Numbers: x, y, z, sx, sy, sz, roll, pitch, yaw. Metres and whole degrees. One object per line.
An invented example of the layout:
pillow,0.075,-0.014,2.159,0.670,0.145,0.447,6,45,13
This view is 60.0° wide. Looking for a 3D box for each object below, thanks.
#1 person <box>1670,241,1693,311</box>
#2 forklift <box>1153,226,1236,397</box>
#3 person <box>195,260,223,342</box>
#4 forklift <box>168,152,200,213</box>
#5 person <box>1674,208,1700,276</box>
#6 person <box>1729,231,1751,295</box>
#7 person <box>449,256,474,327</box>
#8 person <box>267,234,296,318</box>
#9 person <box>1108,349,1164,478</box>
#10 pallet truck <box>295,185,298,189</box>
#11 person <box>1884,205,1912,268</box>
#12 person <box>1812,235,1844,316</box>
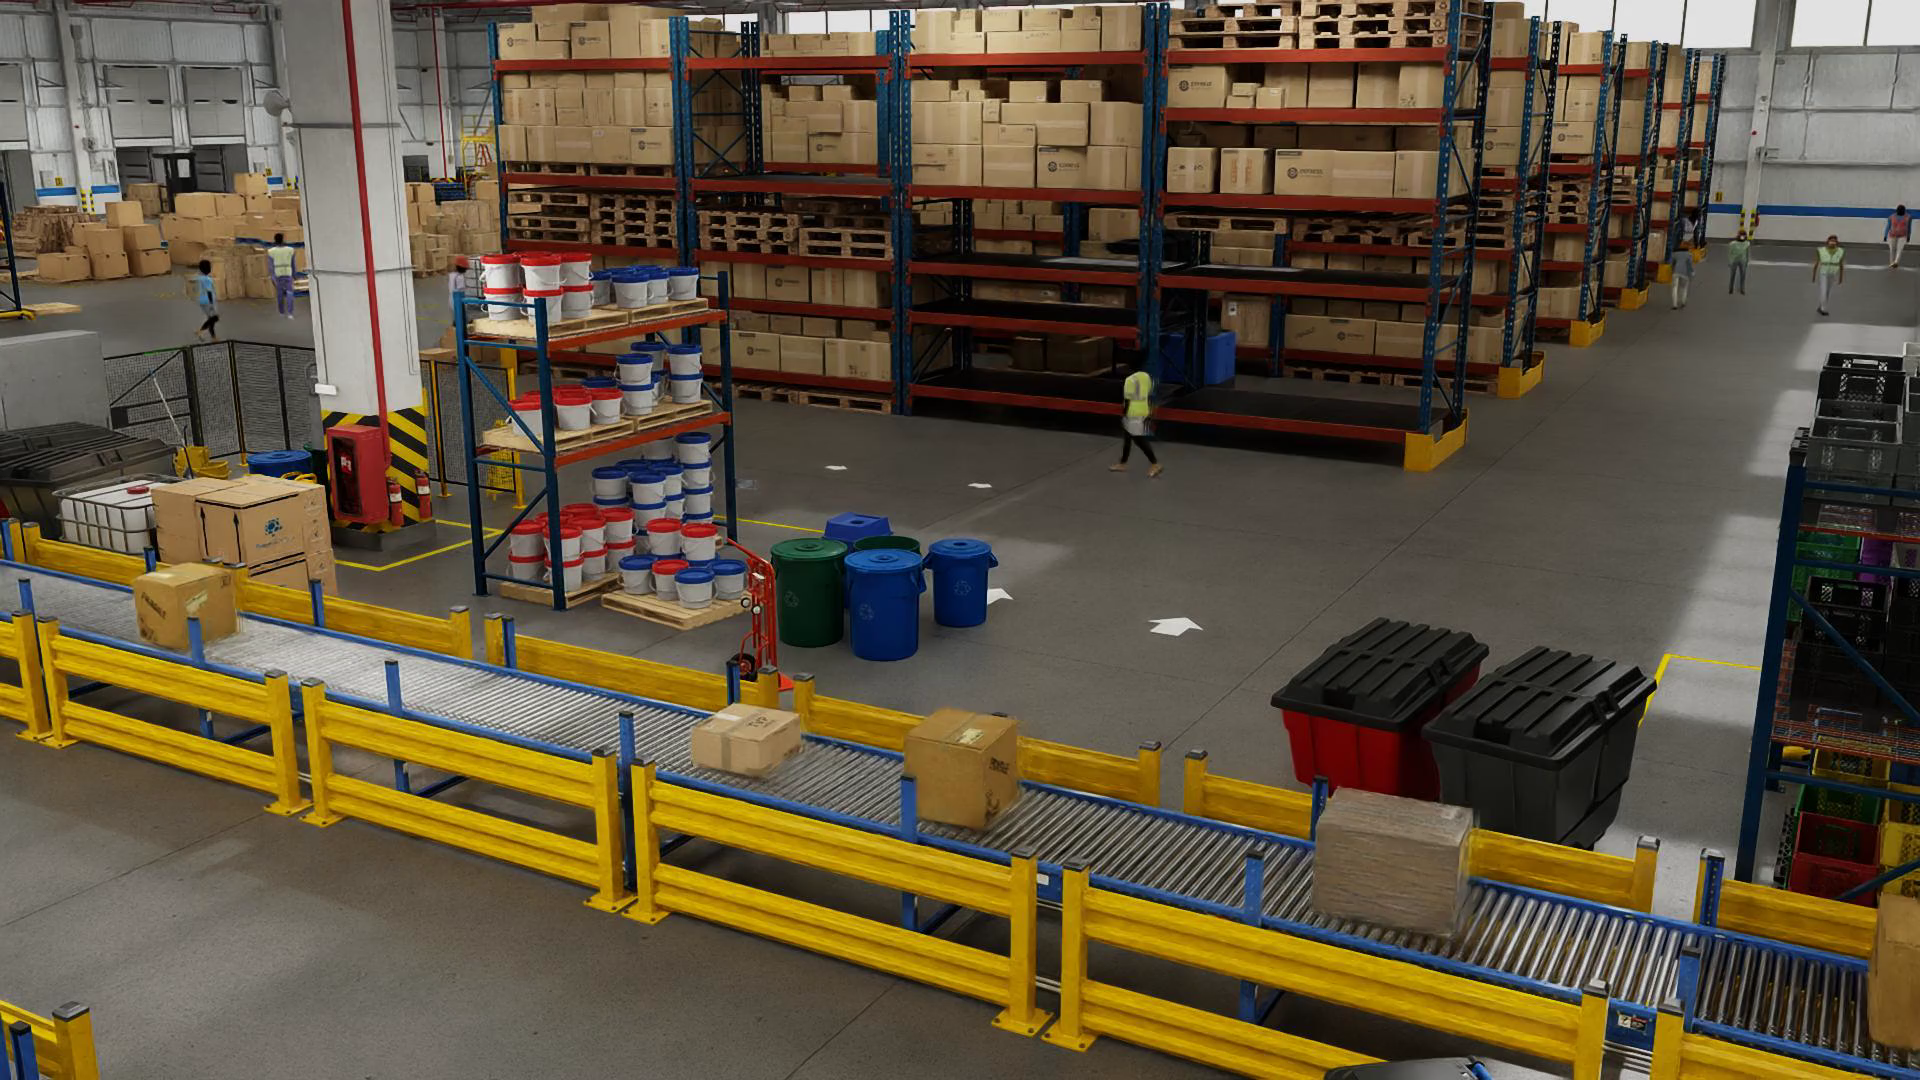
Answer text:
person,16.794,-6.163,38.735,0.504,1.577,0.859,9,18,31
forklift,3.535,-3.791,27.351,1.873,2.768,1.129,8,17,28
person,-15.081,-4.762,33.275,0.471,1.683,0.549,-11,18,-35
forklift,-28.984,-13.085,62.291,1.873,2.768,1.129,8,17,28
person,20.219,-8.284,46.239,0.599,1.837,1.039,-11,18,-35
person,19.464,-6.911,41.535,0.513,1.602,0.801,3,15,10
person,-9.549,-4.481,31.825,0.565,1.895,0.675,-11,19,-37
person,-15.178,-5.919,37.303,0.590,1.868,1.024,-8,17,-27
person,2.330,-1.645,21.615,0.824,1.662,0.533,9,17,31
pallet truck,-26.804,-14.617,69.738,1.885,1.965,0.823,-14,20,-42
person,27.198,-8.802,48.279,0.661,1.786,0.981,10,18,34
person,19.744,-6.024,37.829,0.578,1.804,0.989,3,15,12
